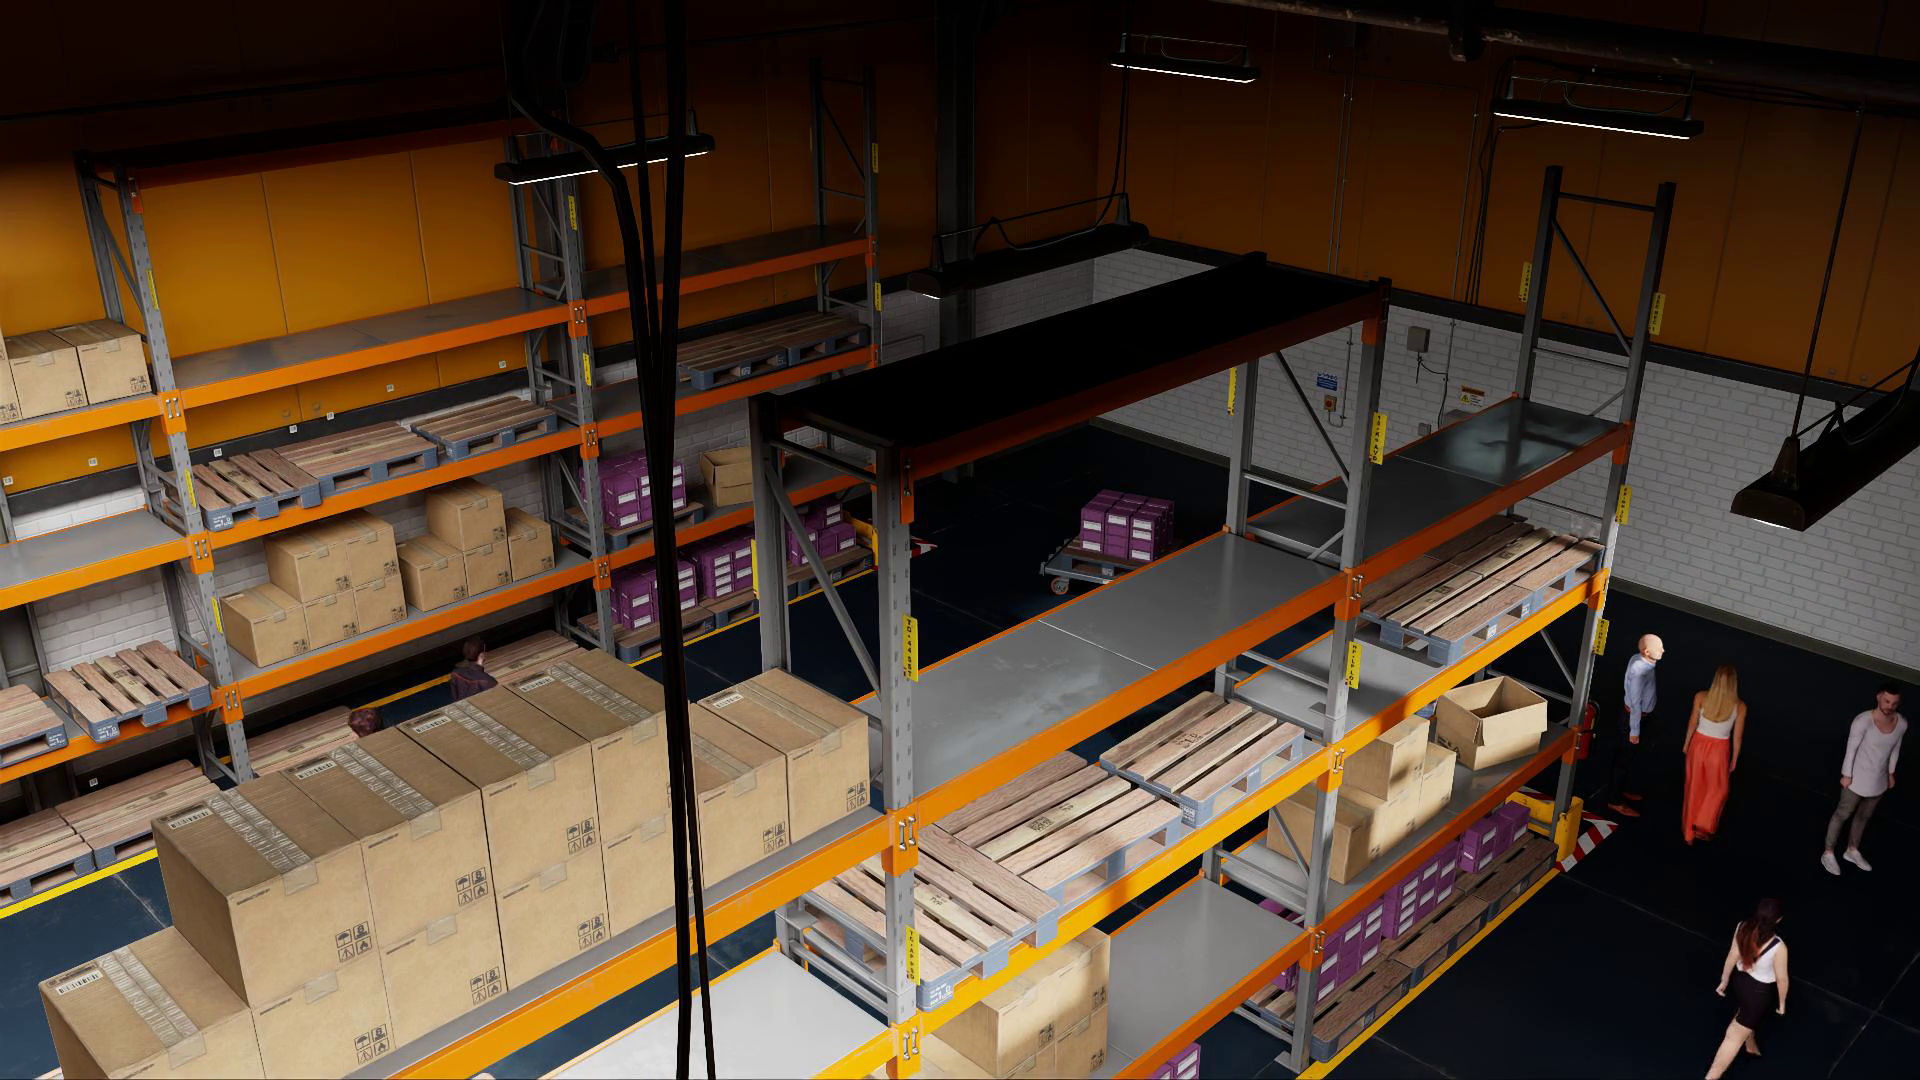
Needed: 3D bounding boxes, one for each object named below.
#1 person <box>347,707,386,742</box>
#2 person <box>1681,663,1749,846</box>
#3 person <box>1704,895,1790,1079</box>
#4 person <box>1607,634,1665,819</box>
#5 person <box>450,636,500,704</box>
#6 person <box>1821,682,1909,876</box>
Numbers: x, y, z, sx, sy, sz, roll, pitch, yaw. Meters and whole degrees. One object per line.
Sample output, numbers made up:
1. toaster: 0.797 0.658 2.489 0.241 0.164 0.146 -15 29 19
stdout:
1. person: -4.790 2.173 14.227 1.089 1.743 0.645 -18 30 -36
2. person: 6.593 1.943 14.690 0.708 1.792 0.790 14 27 30
3. person: 5.577 3.288 11.848 1.119 1.603 0.726 -15 28 -31
4. person: 6.214 1.667 15.322 0.777 1.792 0.639 10 26 22
5. person: -4.330 1.792 14.919 0.936 1.885 1.188 10 26 22
6. person: 7.862 2.032 14.430 0.713 1.838 0.810 -4 24 -8
